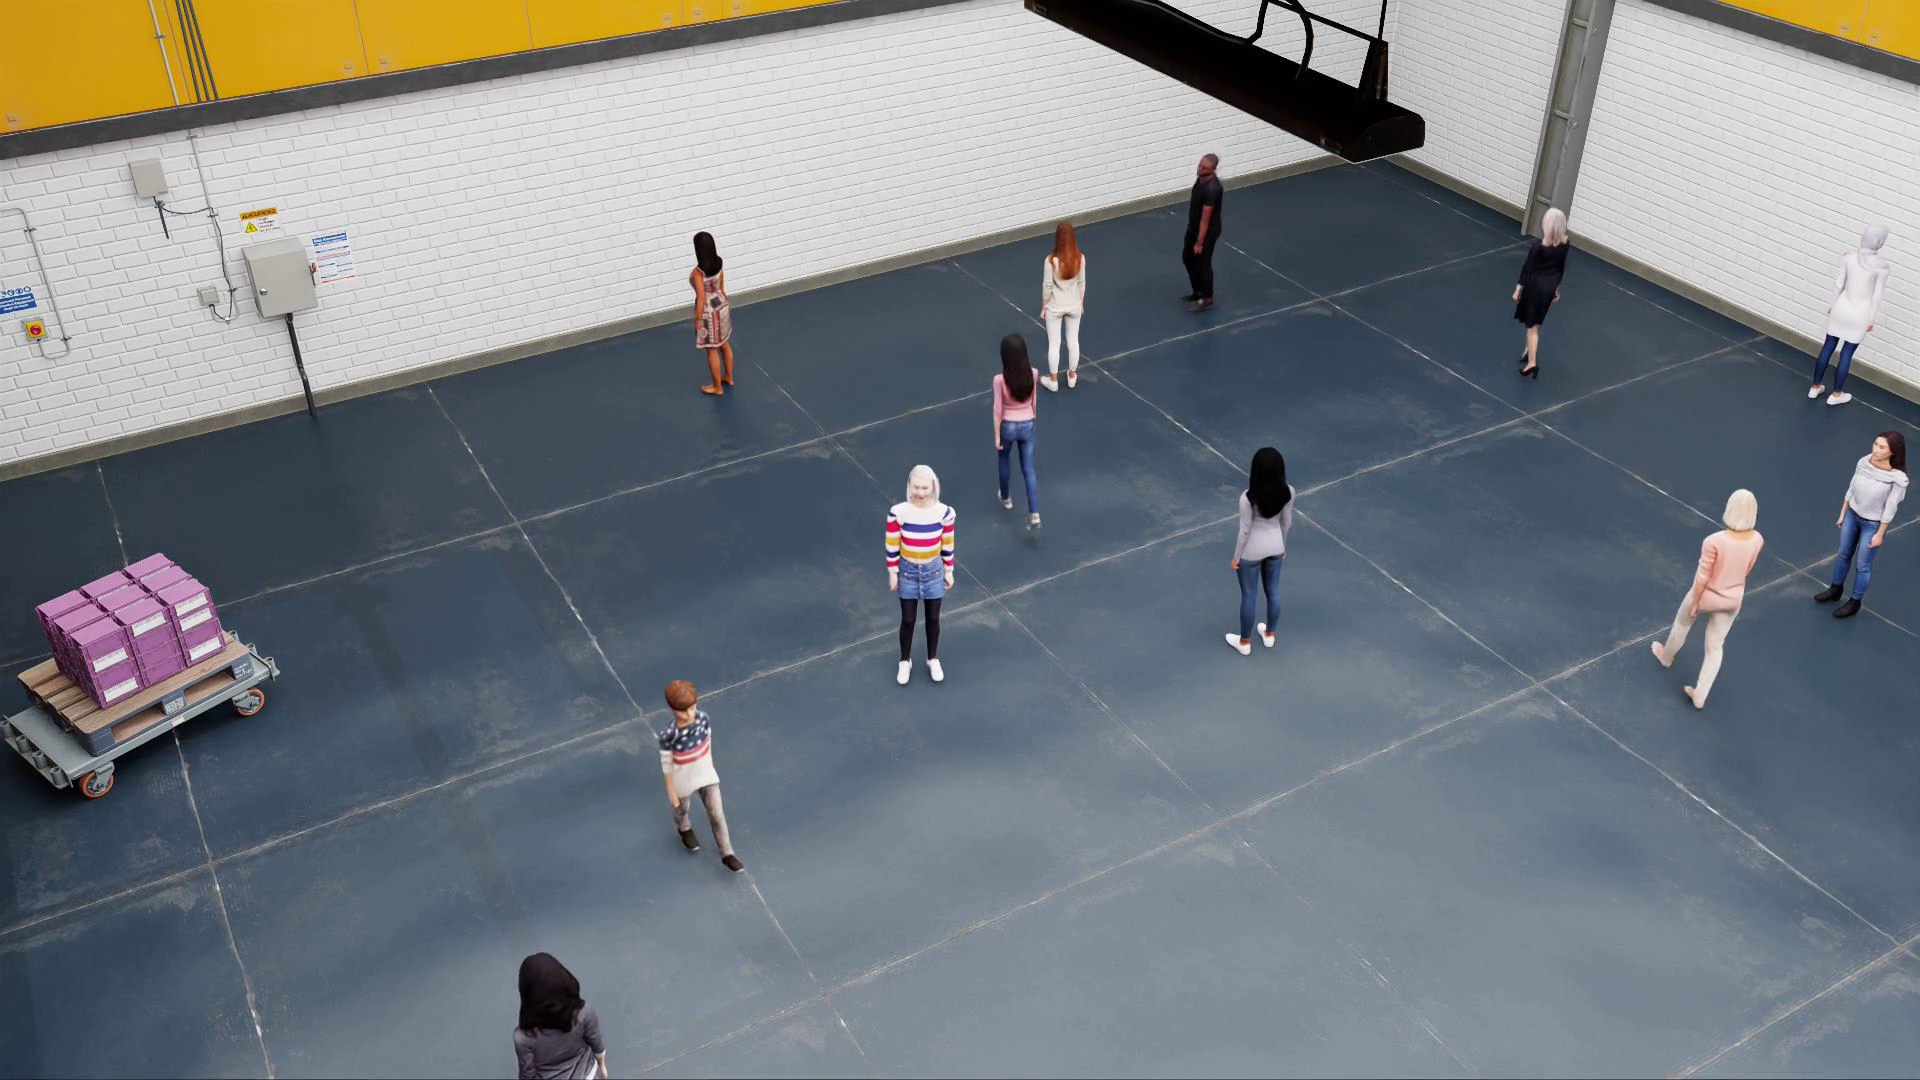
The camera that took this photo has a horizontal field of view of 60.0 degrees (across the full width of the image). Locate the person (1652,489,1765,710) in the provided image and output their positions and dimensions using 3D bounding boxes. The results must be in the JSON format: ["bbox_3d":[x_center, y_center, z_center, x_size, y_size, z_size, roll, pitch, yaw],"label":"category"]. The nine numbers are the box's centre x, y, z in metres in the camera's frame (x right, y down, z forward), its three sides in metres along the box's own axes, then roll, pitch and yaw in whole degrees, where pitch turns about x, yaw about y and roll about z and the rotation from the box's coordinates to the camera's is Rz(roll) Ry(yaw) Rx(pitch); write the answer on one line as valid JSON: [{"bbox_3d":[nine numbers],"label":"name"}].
[{"bbox_3d":[5.433,0.463,11.871,0.867,1.693,1.058,-2,34,-3],"label":"person"}]

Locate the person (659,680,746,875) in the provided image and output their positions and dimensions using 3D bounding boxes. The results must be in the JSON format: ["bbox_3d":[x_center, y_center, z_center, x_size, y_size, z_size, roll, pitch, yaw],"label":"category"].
[{"bbox_3d":[-1.757,1.454,10.640,0.586,1.405,0.918,-22,39,-29],"label":"person"}]

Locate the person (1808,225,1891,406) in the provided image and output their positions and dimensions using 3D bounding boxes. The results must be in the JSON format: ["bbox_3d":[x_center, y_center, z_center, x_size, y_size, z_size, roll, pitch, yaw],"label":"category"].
[{"bbox_3d":[8.401,-2.127,15.694,0.674,1.776,0.478,-21,39,-28],"label":"person"}]

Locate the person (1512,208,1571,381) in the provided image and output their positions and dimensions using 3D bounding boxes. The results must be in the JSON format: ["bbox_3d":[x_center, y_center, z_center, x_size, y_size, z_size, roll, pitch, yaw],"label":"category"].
[{"bbox_3d":[5.637,-2.335,16.044,0.604,1.735,0.696,-15,36,-21],"label":"person"}]

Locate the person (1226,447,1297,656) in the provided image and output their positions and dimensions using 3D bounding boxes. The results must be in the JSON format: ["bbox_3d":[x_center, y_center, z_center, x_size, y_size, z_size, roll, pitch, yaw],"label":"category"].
[{"bbox_3d":[2.251,0.089,12.395,0.640,1.736,0.581,-11,35,-16],"label":"person"}]

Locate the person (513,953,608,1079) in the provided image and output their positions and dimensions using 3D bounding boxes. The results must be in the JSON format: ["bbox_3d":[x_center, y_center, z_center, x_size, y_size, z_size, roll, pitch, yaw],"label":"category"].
[{"bbox_3d":[-1.973,2.753,8.365,0.588,1.761,0.498,-17,37,-24],"label":"person"}]

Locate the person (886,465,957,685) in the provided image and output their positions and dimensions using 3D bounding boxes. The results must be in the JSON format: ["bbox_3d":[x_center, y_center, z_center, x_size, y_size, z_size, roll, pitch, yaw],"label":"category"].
[{"bbox_3d":[-0.282,0.241,12.102,0.726,1.808,0.692,-2,34,-3],"label":"person"}]

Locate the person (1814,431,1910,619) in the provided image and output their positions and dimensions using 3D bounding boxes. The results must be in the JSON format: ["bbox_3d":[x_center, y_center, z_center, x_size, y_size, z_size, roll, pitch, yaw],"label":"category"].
[{"bbox_3d":[7.001,-0.137,12.832,0.689,1.630,0.509,-12,35,-17],"label":"person"}]

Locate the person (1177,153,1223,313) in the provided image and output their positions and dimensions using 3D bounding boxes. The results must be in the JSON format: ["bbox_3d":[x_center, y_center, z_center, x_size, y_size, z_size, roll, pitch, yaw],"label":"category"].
[{"bbox_3d":[2.554,-3.193,17.284,0.852,1.790,0.680,2,34,3],"label":"person"}]

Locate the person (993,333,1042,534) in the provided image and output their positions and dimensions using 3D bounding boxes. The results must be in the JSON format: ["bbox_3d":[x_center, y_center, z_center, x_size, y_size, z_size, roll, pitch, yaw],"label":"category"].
[{"bbox_3d":[0.500,-0.876,13.864,0.779,1.717,1.135,-7,34,-11],"label":"person"}]

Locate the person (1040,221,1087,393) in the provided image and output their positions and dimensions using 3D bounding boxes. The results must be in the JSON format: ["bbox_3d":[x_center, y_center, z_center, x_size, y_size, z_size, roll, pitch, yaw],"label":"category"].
[{"bbox_3d":[0.993,-2.230,15.905,0.644,1.713,0.630,-9,35,-13],"label":"person"}]

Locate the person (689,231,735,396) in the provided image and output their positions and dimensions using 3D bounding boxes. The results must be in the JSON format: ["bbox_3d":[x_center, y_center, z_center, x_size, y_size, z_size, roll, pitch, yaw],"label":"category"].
[{"bbox_3d":[-2.372,-2.177,15.887,0.725,1.645,0.729,17,37,23],"label":"person"}]
